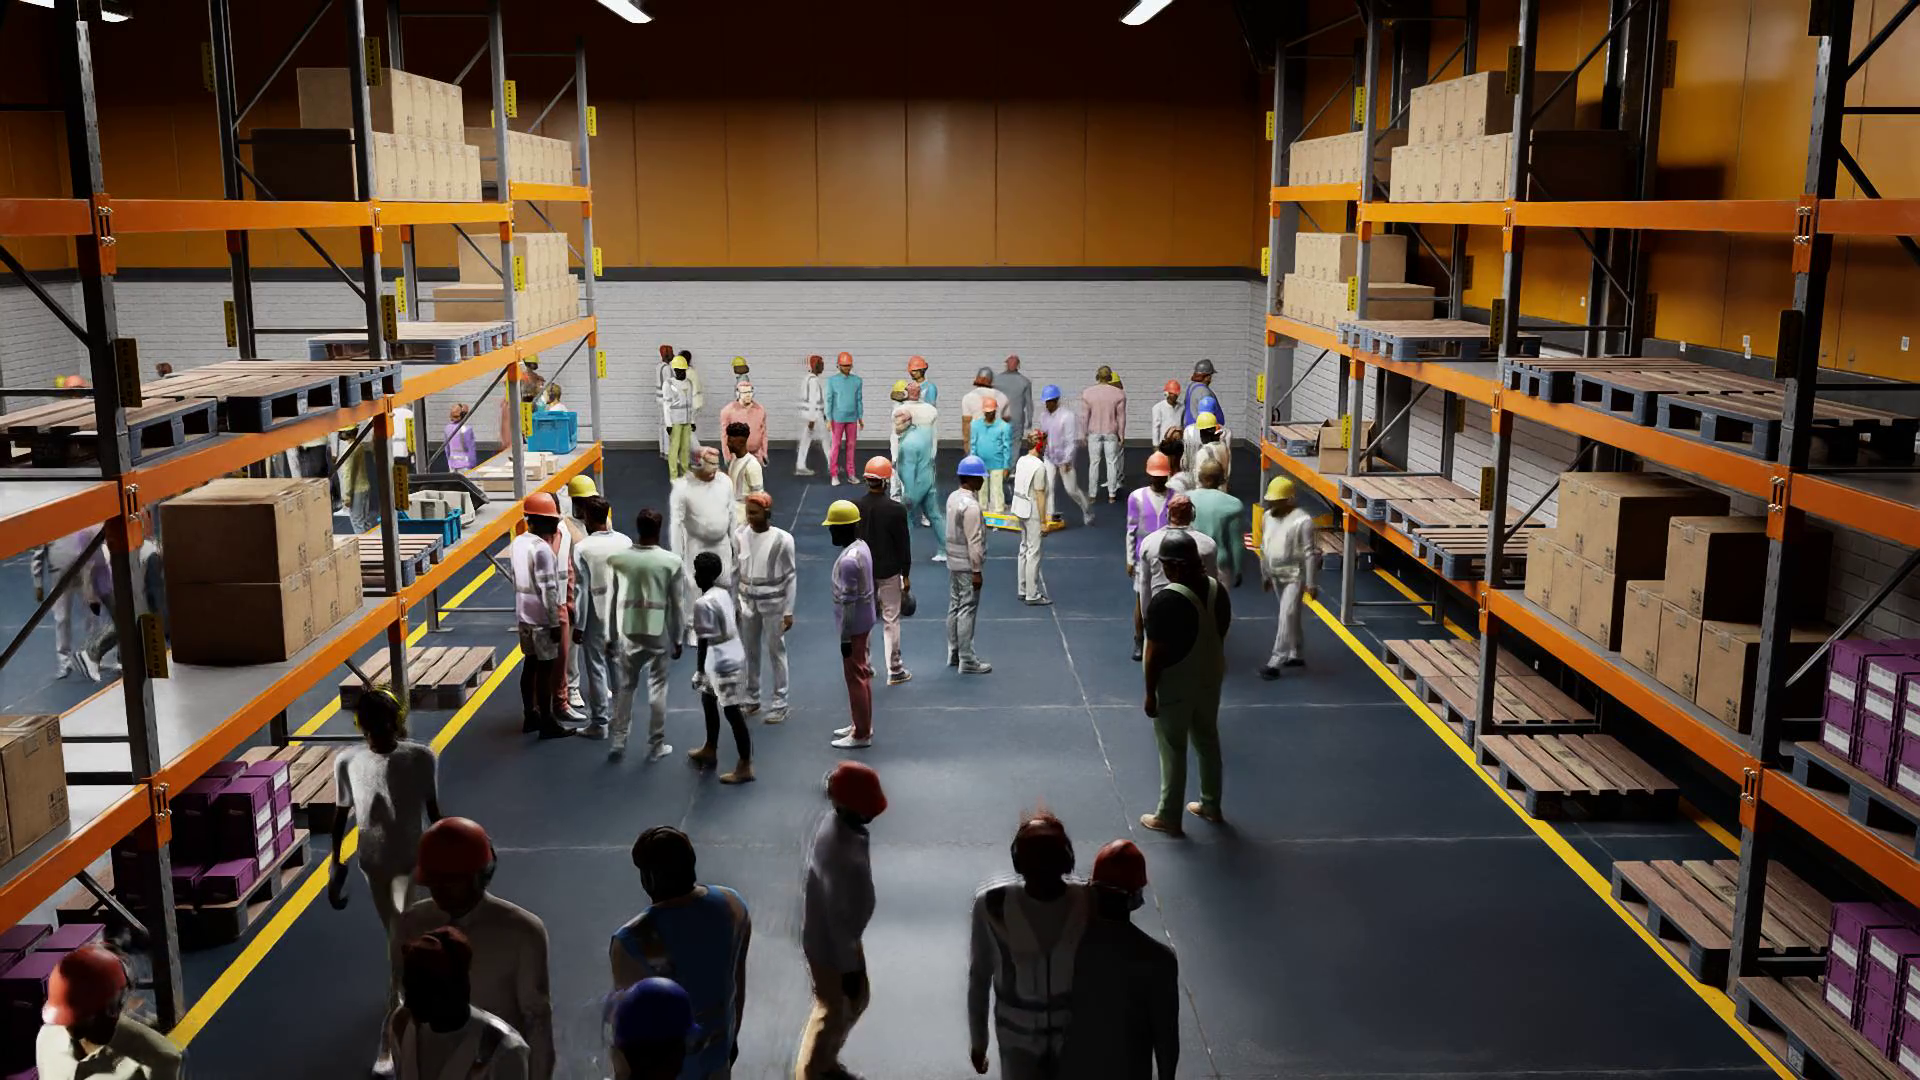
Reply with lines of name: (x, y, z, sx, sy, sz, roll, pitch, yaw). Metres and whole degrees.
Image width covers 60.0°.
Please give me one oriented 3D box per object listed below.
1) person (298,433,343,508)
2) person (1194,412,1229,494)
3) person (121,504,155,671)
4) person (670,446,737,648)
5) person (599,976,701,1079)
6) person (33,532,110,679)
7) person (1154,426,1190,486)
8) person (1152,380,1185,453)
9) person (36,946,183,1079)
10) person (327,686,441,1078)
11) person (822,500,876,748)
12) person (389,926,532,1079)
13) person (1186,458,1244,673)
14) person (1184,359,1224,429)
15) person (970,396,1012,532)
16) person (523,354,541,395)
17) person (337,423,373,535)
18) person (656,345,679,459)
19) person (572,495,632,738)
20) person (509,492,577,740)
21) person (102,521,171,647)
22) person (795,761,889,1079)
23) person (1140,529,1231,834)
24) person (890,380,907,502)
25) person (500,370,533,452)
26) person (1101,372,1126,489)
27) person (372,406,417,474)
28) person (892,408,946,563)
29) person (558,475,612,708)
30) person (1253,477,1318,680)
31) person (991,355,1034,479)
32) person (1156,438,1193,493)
person: (-8.628, -1.318, 22.498, 0.630, 1.936, 1.012, 8, 14, 34)
person: (2.695, -0.427, 18.076, 0.383, 1.921, 0.585, 8, 14, 34)
person: (-7.393, 0.217, 14.944, 0.397, 1.890, 0.649, -3, 12, -15)
person: (-2.436, 0.042, 15.795, 0.716, 1.889, 0.431, -7, 13, -32)
person: (-0.938, 2.234, 4.834, 0.905, 1.895, 0.657, -10, 15, -41)
person: (-7.821, 0.344, 14.655, 0.589, 1.744, 0.342, -8, 14, -34)
person: (2.426, -0.497, 19.129, 0.515, 1.641, 0.315, -6, 13, -29)
person: (2.935, -1.365, 23.204, 0.573, 1.746, 0.346, -7, 13, -31)
person: (-2.852, 2.150, 5.625, 0.568, 1.727, 0.471, 3, 12, 17)
person: (-2.826, 1.592, 8.225, 0.541, 1.825, 0.989, 0, 11, -1)
person: (-0.848, 0.639, 12.749, 0.395, 1.919, 0.582, 1, 11, 5)
person: (-1.601, 2.127, 5.390, 0.577, 1.875, 0.362, 7, 13, 31)
person: (2.192, 0.238, 14.710, 0.633, 1.937, 0.384, 5, 12, 24)
person: (3.408, -1.501, 23.157, 0.535, 2.000, 0.673, -2, 11, -11)
person: (0.378, -0.978, 21.288, 0.564, 1.743, 0.351, 6, 13, 26)
person: (-7.056, -2.213, 27.448, 0.342, 1.759, 0.528, 2, 11, 9)
person: (-6.960, -0.552, 19.110, 0.341, 1.760, 0.525, 0, 11, -1)
person: (-4.818, -2.269, 27.405, 0.345, 1.882, 0.584, -5, 12, -25)
person: (-2.778, 0.596, 12.996, 0.409, 1.907, 0.598, 6, 13, 29)
person: (-3.264, 0.586, 12.976, 0.374, 1.929, 0.542, -10, 15, -40)
person: (-6.343, 0.588, 13.082, 0.617, 1.884, 0.738, 7, 13, 31)
person: (-0.546, 1.788, 7.489, 0.511, 1.708, 0.583, 1, 11, 4)
person: (1.459, 0.910, 11.069, 0.703, 2.000, 0.536, -8, 14, -36)
person: (-0.823, -1.360, 23.201, 0.314, 1.742, 0.493, 0, 11, -2)
person: (-5.828, -1.269, 22.149, 0.658, 1.970, 0.457, 10, 15, 42)
person: (2.250, -1.616, 24.517, 0.324, 1.730, 0.488, -6, 13, -26)
person: (-7.364, -1.100, 21.761, 0.577, 1.793, 0.953, -3, 12, -16)
person: (-0.516, -0.598, 19.165, 0.858, 1.854, 0.706, 2, 11, 10)
person: (-3.120, 0.414, 13.836, 0.361, 1.930, 0.587, 11, 16, 44)
person: (2.828, 0.328, 14.666, 0.759, 1.784, 0.615, -6, 13, -27)
person: (0.811, -1.889, 25.492, 0.671, 1.886, 0.524, 3, 12, 15)
person: (2.040, -0.014, 15.934, 0.414, 1.951, 0.662, 3, 12, 15)
